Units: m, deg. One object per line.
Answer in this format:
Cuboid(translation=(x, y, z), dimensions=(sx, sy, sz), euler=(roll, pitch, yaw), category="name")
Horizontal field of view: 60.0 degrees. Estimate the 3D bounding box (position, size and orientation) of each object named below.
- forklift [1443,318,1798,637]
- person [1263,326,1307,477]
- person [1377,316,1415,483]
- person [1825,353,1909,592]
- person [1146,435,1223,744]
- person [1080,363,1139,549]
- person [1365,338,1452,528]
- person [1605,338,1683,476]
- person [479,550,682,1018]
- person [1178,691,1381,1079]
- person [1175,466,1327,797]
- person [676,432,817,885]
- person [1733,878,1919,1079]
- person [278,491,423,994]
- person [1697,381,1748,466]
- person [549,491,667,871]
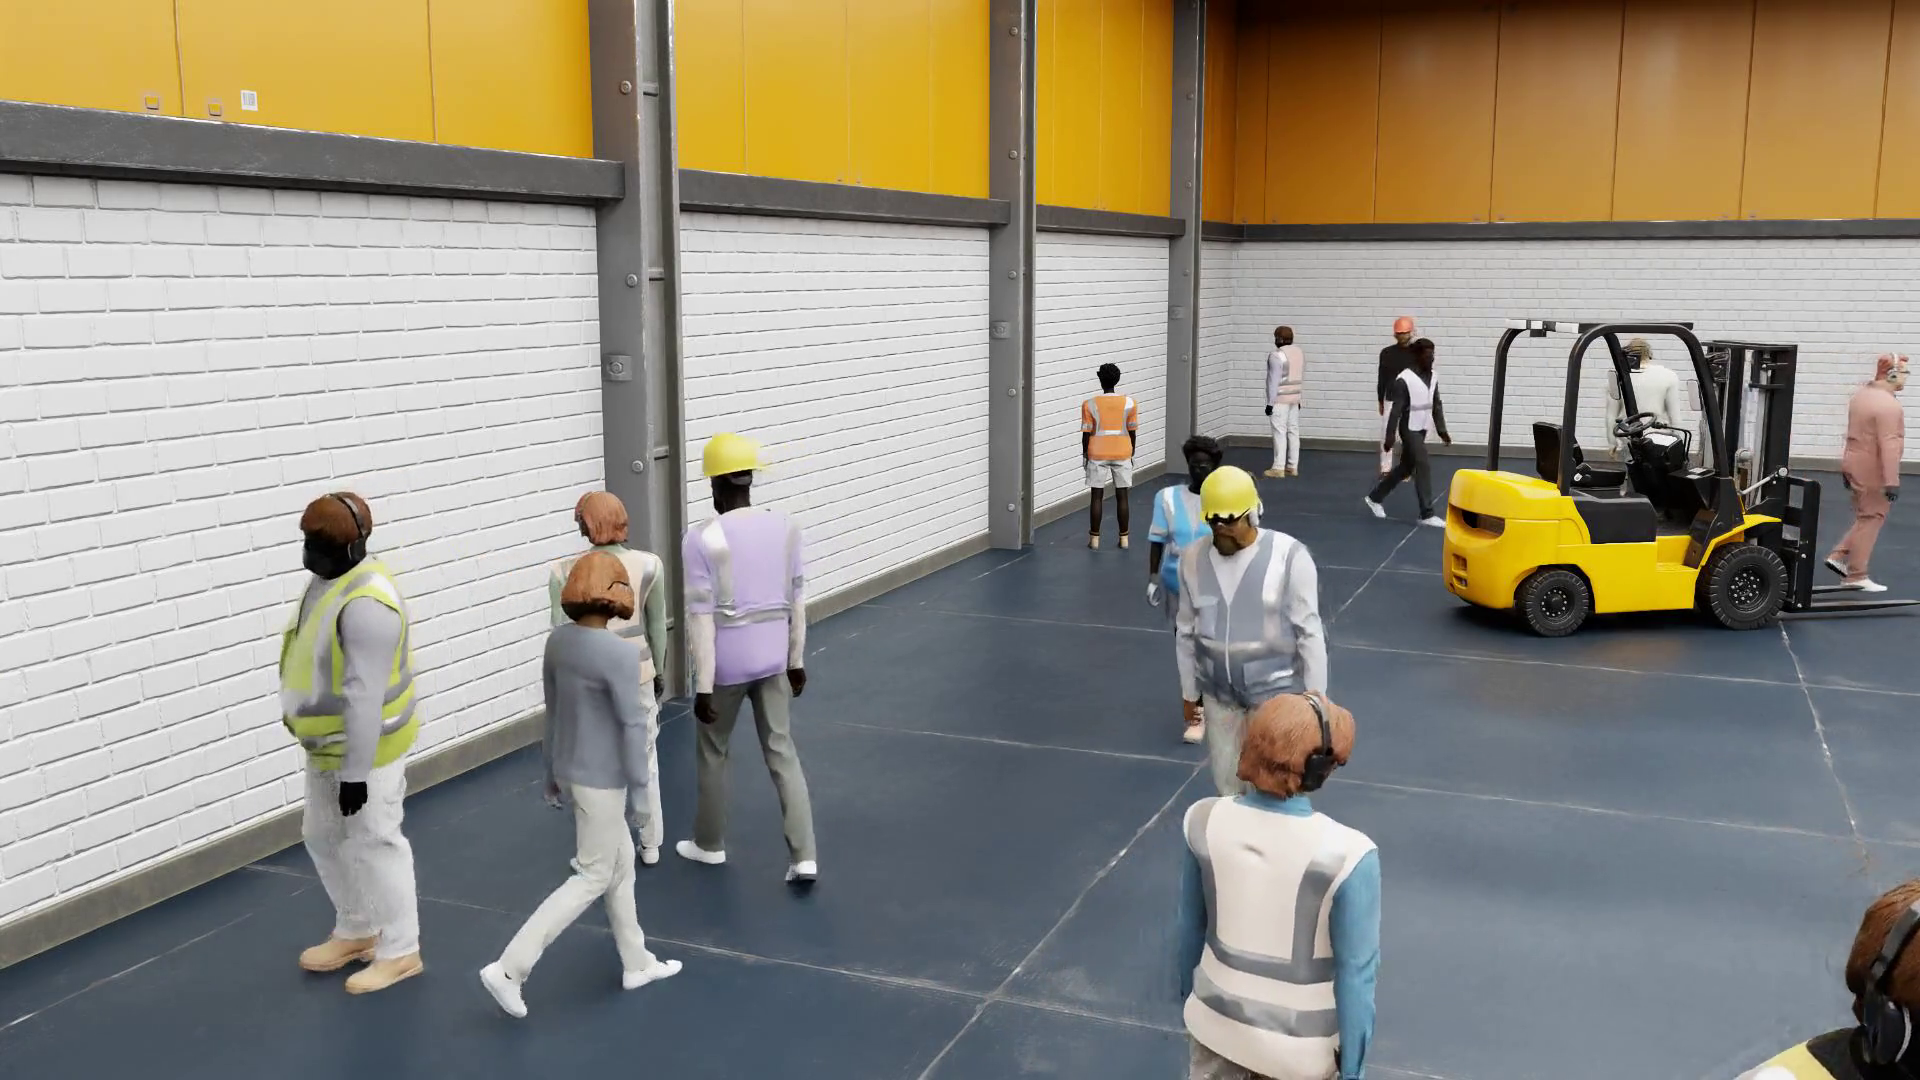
Cuboid(translation=(4.706, -0.497, 11.990), dimensions=(2.313, 2.155, 1.214), euler=(-2, 10, -10), category="forklift")
Cuboid(translation=(3.932, -1.684, 20.258), dimensions=(0.634, 1.839, 0.429), euler=(-8, 12, -40), category="person")
Cuboid(translation=(5.196, -1.633, 19.568), dimensions=(0.617, 1.970, 0.747), euler=(4, 10, 22), category="person")
Cuboid(translation=(7.201, -0.526, 13.091), dimensions=(0.422, 1.888, 0.691), euler=(1, 9, 8), category="person")
Cuboid(translation=(1.325, 0.227, 9.233), dimensions=(0.526, 1.655, 0.894), euler=(4, 10, 21), category="person")
Cuboid(translation=(1.350, -0.752, 15.064), dimensions=(0.531, 1.694, 0.320), euler=(0, 9, -3), category="person")
Cuboid(translation=(4.471, -1.091, 16.595), dimensions=(0.981, 1.873, 0.590), euler=(9, 13, 43), category="person")
Cuboid(translation=(6.302, -0.906, 15.360), dimensions=(0.706, 1.900, 0.492), euler=(5, 11, 27), category="person")
Cuboid(translation=(-1.319, 0.838, 5.710), dimensions=(0.735, 1.601, 0.514), euler=(-9, 13, -43), category="person")
Cuboid(translation=(0.748, 1.130, 3.840), dimensions=(0.542, 1.613, 0.608), euler=(8, 12, 39), category="person")
Cuboid(translation=(1.178, 0.577, 6.695), dimensions=(0.641, 1.793, 0.625), euler=(6, 11, 33), category="person")
Cuboid(translation=(-0.861, 0.493, 6.916), dimensions=(0.599, 1.886, 0.877), euler=(-8, 12, -40), category="person")
Cuboid(translation=(1.206, 1.304, 2.185), dimensions=(0.640, 1.824, 0.453), euler=(-2, 10, -10), category="person")
Cuboid(translation=(-2.114, 0.720, 5.797), dimensions=(0.456, 1.813, 0.669), euler=(-7, 12, -36), category="person")
Cuboid(translation=(6.570, -0.718, 14.179), dimensions=(0.736, 1.915, 0.638), euler=(9, 13, 44), category="person")
Cuboid(translation=(-1.465, 0.606, 6.991), dimensions=(0.512, 1.637, 0.307), euler=(-6, 11, -32), category="person")
